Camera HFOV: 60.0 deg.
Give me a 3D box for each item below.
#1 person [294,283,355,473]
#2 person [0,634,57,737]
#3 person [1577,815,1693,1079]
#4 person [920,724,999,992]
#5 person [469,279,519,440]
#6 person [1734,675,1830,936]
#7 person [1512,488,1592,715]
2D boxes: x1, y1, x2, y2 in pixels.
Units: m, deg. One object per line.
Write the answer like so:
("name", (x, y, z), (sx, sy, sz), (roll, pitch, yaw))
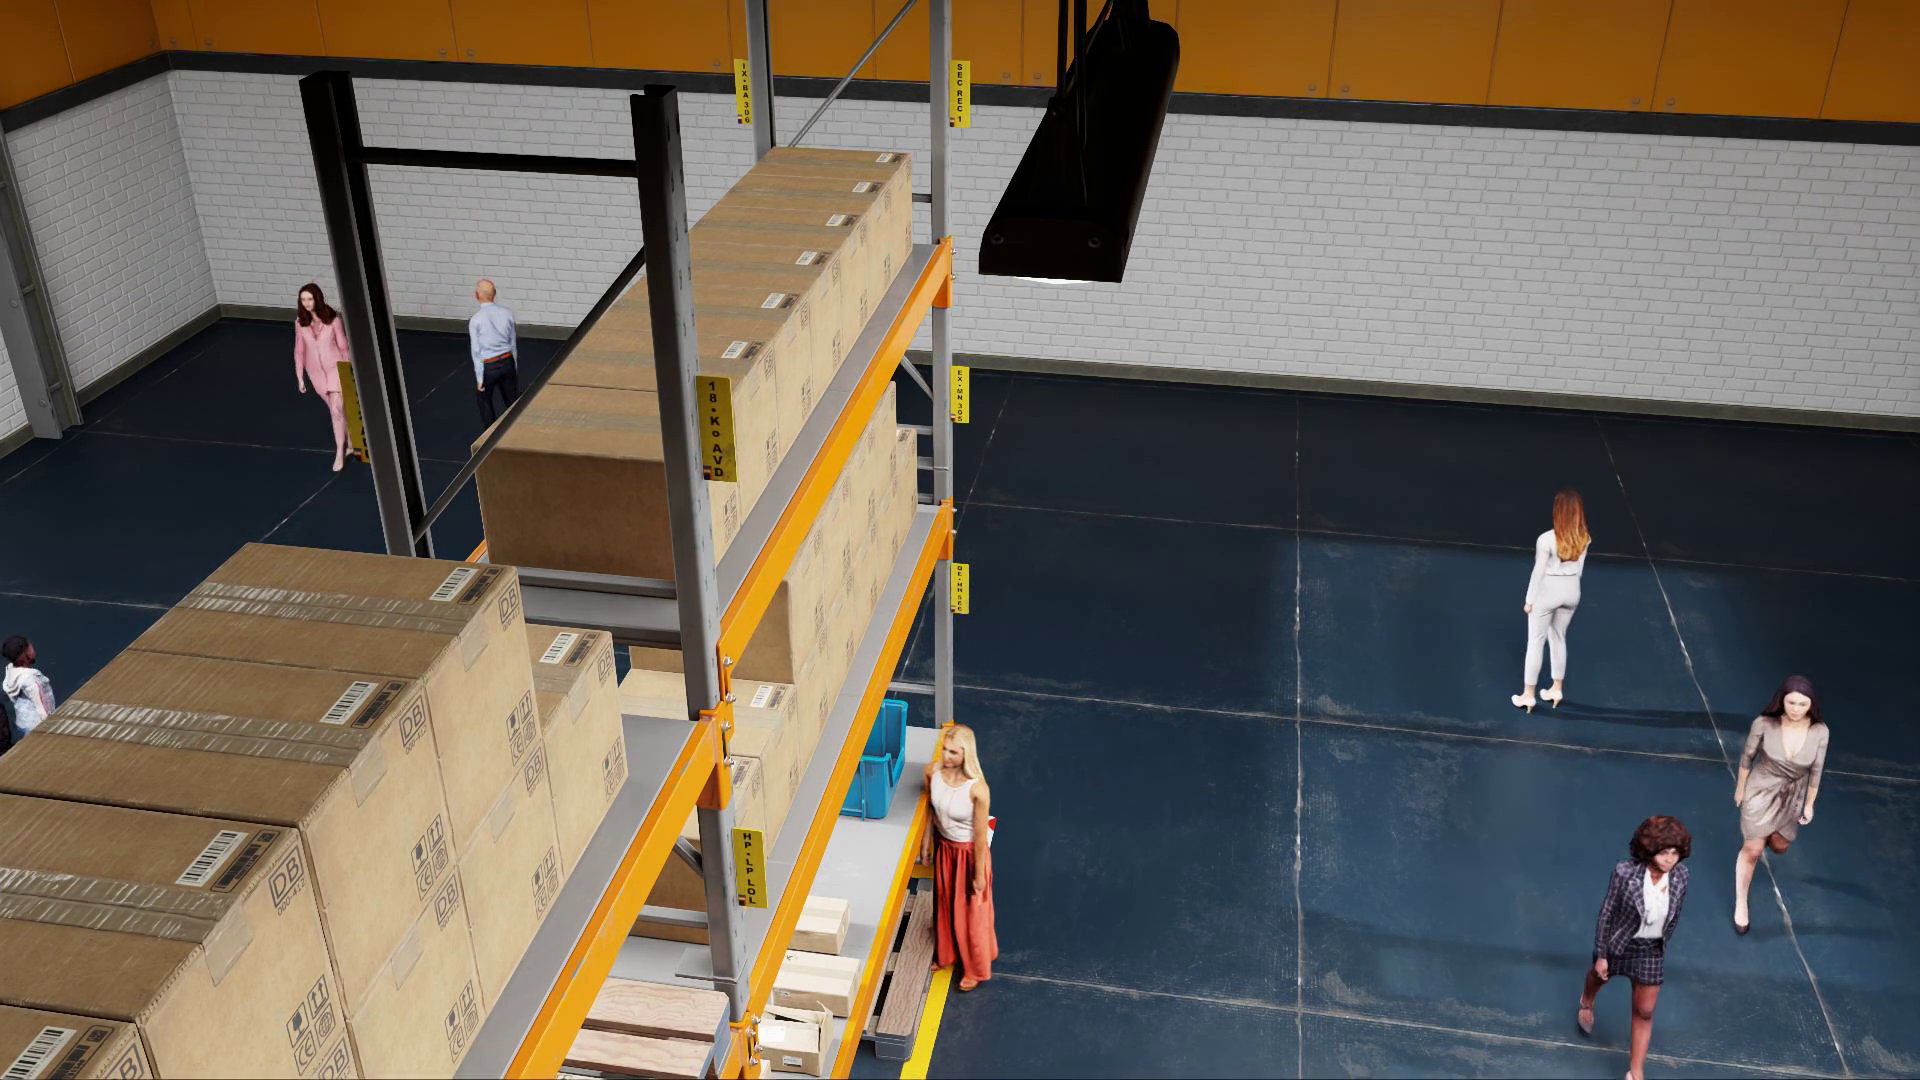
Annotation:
("person", (-5.952, -1.598, 15.753), (0.735, 1.770, 0.983), (0, 29, 0))
("person", (-6.224, 1.223, 11.130), (0.615, 1.246, 0.695), (22, 35, 34))
("person", (3.587, 2.160, 8.995), (0.666, 1.645, 1.070), (3, 29, 5))
("person", (0.001, 1.796, 9.501), (0.728, 1.800, 0.753), (22, 36, 35))
("person", (-4.323, -1.554, 15.677), (0.978, 1.766, 1.015), (-22, 36, -35))
("person", (4.919, 1.534, 10.059), (0.654, 1.725, 0.995), (8, 30, 14))
("person", (4.296, 0.449, 12.009), (0.654, 1.763, 0.668), (-9, 30, -16))
